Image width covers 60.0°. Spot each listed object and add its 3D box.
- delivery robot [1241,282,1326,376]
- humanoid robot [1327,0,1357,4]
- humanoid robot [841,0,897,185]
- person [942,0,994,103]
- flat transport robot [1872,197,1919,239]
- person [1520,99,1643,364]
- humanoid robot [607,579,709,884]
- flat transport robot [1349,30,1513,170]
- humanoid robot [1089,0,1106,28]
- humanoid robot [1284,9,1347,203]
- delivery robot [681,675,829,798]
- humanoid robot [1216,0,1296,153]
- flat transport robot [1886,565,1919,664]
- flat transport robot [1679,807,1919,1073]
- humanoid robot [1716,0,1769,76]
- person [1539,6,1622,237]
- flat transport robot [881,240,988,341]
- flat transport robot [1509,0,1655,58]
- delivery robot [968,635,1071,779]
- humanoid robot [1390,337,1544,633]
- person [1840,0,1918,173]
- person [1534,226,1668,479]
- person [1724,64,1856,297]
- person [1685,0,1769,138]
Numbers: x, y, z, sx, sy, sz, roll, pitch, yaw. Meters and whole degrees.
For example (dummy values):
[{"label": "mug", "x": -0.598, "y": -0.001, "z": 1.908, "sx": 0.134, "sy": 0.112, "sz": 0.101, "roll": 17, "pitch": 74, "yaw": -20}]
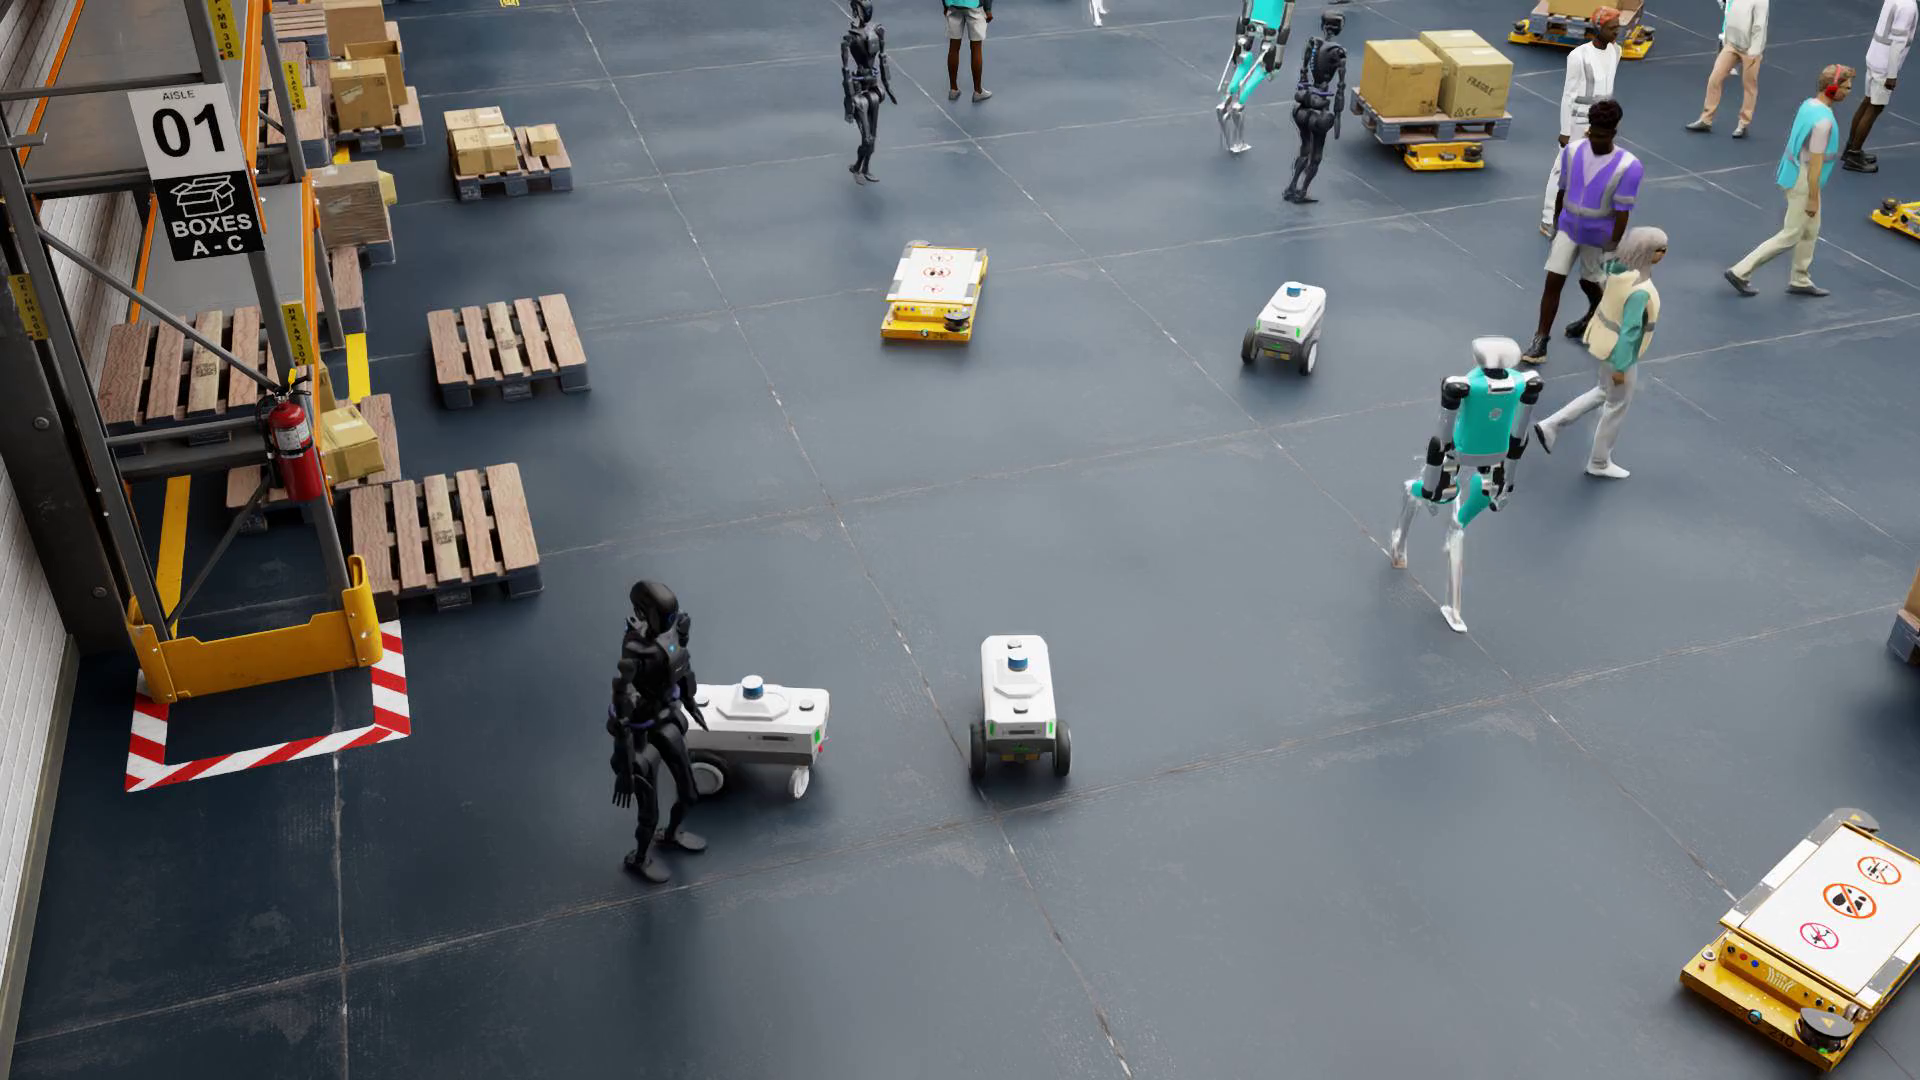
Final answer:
[{"label": "delivery robot", "x": 2.374, "y": -1.556, "z": 11.993, "sx": 0.499, "sy": 0.606, "sz": 0.807, "roll": 15, "pitch": 36, "yaw": 21}, {"label": "humanoid robot", "x": 4.623, "y": -7.161, "z": 19.580, "sx": 0.502, "sy": 1.645, "sz": 0.597, "roll": -28, "pitch": 42, "yaw": -35}, {"label": "humanoid robot", "x": -0.821, "y": -3.949, "z": 14.626, "sx": 0.341, "sy": 1.652, "sz": 0.583, "roll": 24, "pitch": 40, "yaw": 32}, {"label": "person", "x": 0.058, "y": -5.313, "z": 16.475, "sx": 0.550, "sy": 1.944, "sz": 0.418, "roll": 11, "pitch": 35, "yaw": 17}, {"label": "flat transport robot", "x": 8.332, "y": -2.504, "z": 13.699, "sx": 0.659, "sy": 0.231, "sz": 1.431, "roll": -11, "pitch": 35, "yaw": -16}, {"label": "person", "x": 4.429, "y": -2.186, "z": 11.716, "sx": 0.919, "sy": 1.925, "sz": 0.605, "roll": -28, "pitch": 42, "yaw": -36}, {"label": "humanoid robot", "x": -1.344, "y": 0.836, "z": 7.293, "sx": 0.412, "sy": 1.633, "sz": 0.609, "roll": 14, "pitch": 36, "yaw": 21}, {"label": "flat transport robot", "x": 4.392, "y": -3.832, "z": 15.736, "sx": 0.659, "sy": 0.231, "sz": 1.431, "roll": -3, "pitch": 33, "yaw": -5}, {"label": "humanoid robot", "x": 1.603, "y": -6.811, "z": 18.974, "sx": 0.531, "sy": 1.768, "sz": 0.872, "roll": -11, "pitch": 35, "yaw": -16}, {"label": "humanoid robot", "x": 3.053, "y": -3.716, "z": 14.268, "sx": 0.358, "sy": 1.639, "sz": 0.584, "roll": -17, "pitch": 37, "yaw": -25}, {"label": "delivery robot", "x": -1.018, "y": 0.929, "z": 8.162, "sx": 0.744, "sy": 0.584, "sz": 0.513, "roll": 2, "pitch": 33, "yaw": 3}, {"label": "humanoid robot", "x": 2.647, "y": -4.370, "z": 15.235, "sx": 0.538, "sy": 1.780, "sz": 0.753, "roll": 25, "pitch": 41, "yaw": 33}, {"label": "flat transport robot", "x": 5.570, "y": 0.841, "z": 8.568, "sx": 0.659, "sy": 0.231, "sz": 1.431, "roll": -6, "pitch": 34, "yaw": -8}, {"label": "flat transport robot", "x": 3.821, "y": 1.697, "z": 7.256, "sx": 1.431, "sy": 0.231, "sz": 0.659, "roll": -26, "pitch": 41, "yaw": -33}, {"label": "humanoid robot", "x": 8.057, "y": -5.519, "z": 17.006, "sx": 0.572, "sy": 1.776, "sz": 0.884, "roll": 9, "pitch": 34, "yaw": 14}, {"label": "person", "x": 5.106, "y": -3.403, "z": 13.600, "sx": 0.574, "sy": 1.884, "sz": 0.356, "roll": -21, "pitch": 38, "yaw": -28}, {"label": "flat transport robot", "x": -0.178, "y": -1.929, "z": 12.817, "sx": 0.659, "sy": 0.231, "sz": 1.431, "roll": 4, "pitch": 33, "yaw": 5}, {"label": "flat transport robot", "x": 6.908, "y": -5.606, "z": 18.456, "sx": 1.431, "sy": 0.231, "sz": 0.659, "roll": 17, "pitch": 37, "yaw": 24}, {"label": "delivery robot", "x": 0.287, "y": 0.830, "z": 8.340, "sx": 0.499, "sy": 0.612, "sz": 0.805, "roll": -1, "pitch": 33, "yaw": -1}, {"label": "humanoid robot", "x": 2.704, "y": -0.455, "z": 9.226, "sx": 0.533, "sy": 1.763, "sz": 0.964, "roll": -4, "pitch": 33, "yaw": -7}, {"label": "person", "x": 8.322, "y": -4.268, "z": 14.889, "sx": 0.388, "sy": 1.928, "sz": 0.547, "roll": 9, "pitch": 34, "yaw": 13}, {"label": "person", "x": 4.012, "y": -1.149, "z": 10.310, "sx": 0.520, "sy": 1.697, "sz": 0.474, "roll": 1, "pitch": 33, "yaw": 2}, {"label": "person", "x": 6.367, "y": -2.679, "z": 12.544, "sx": 0.772, "sy": 1.820, "sz": 0.593, "roll": 11, "pitch": 35, "yaw": 16}, {"label": "person", "x": 7.341, "y": -4.612, "z": 15.675, "sx": 0.593, "sy": 1.633, "sz": 0.467, "roll": -12, "pitch": 35, "yaw": -18}]
